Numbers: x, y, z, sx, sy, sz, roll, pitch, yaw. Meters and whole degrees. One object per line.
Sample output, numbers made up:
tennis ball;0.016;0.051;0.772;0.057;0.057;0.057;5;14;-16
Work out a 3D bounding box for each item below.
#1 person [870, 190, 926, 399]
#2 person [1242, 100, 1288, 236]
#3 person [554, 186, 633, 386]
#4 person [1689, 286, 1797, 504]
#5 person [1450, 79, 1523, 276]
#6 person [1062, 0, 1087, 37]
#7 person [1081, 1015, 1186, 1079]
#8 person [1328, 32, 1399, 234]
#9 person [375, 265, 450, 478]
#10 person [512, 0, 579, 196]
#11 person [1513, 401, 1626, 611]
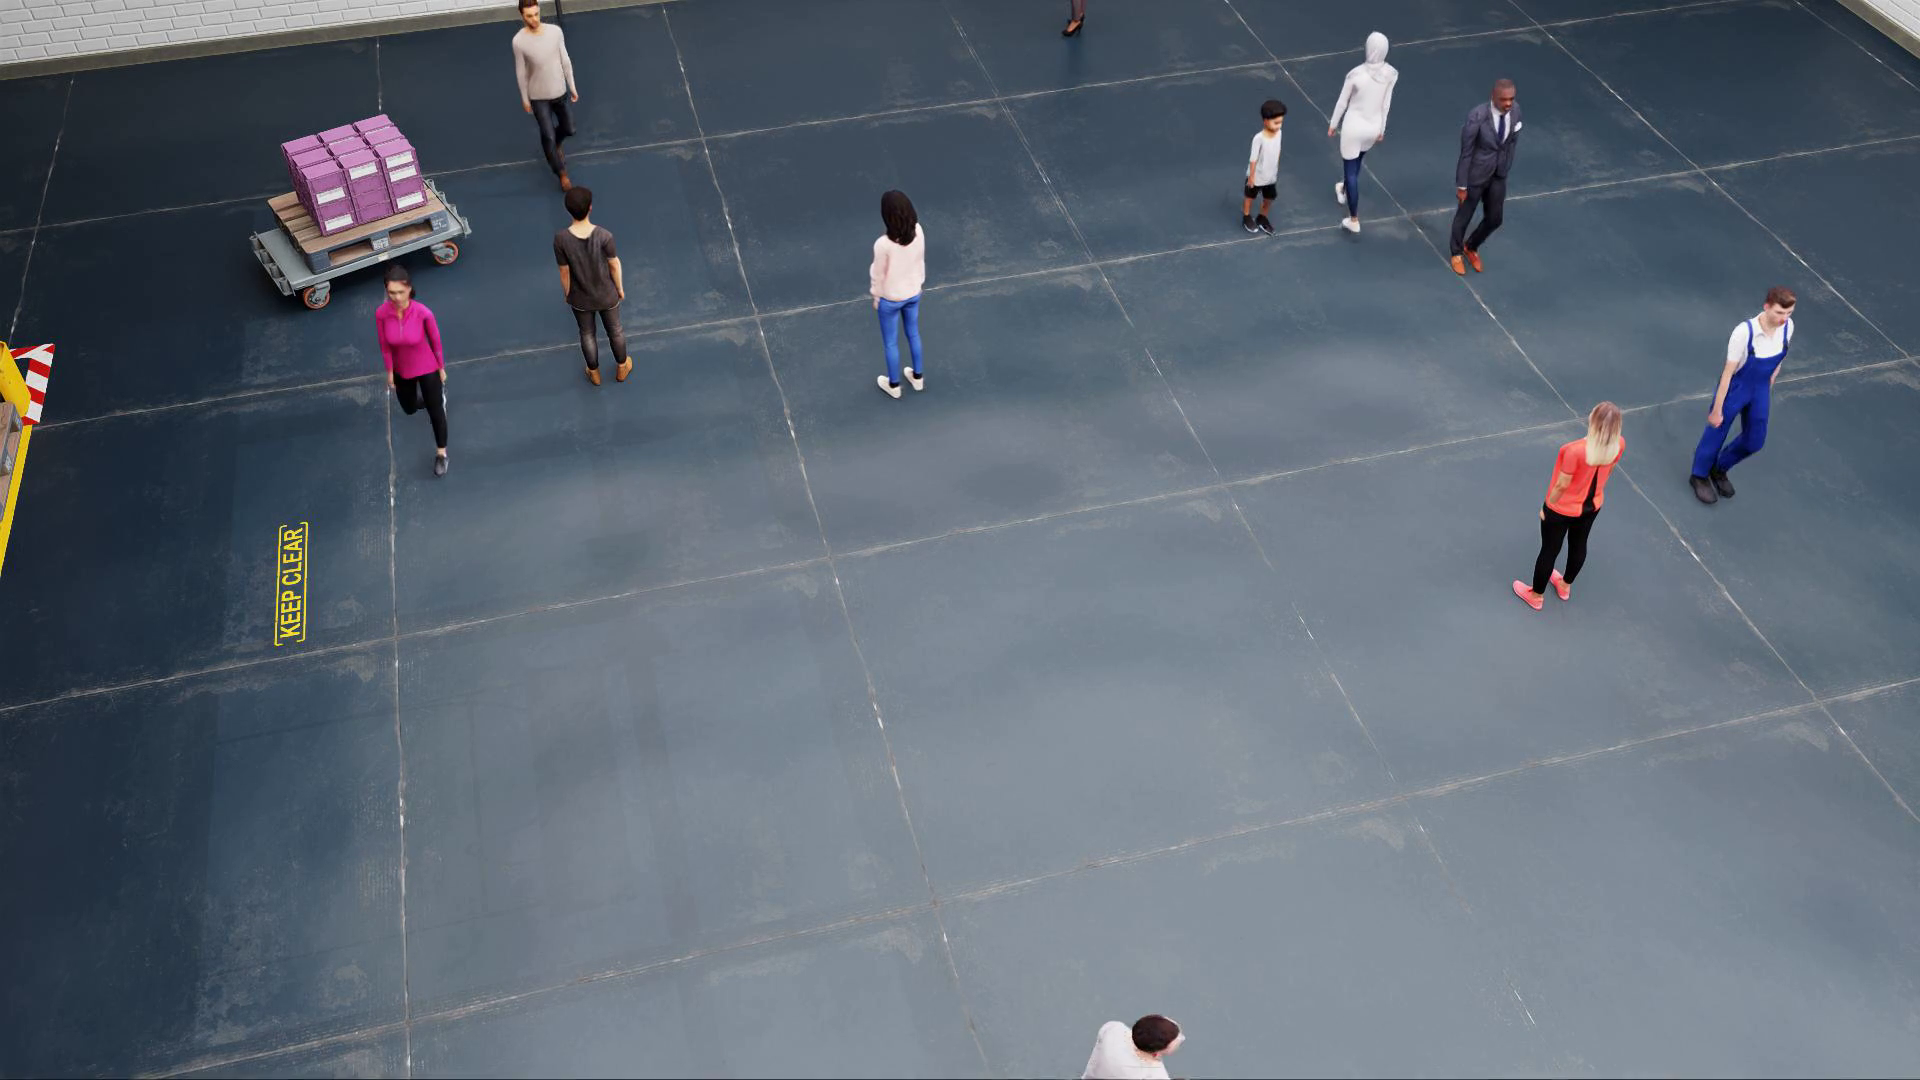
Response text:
person;-0.458;-1.853;12.621;0.705;1.766;0.680;-28;50;-26
person;2.598;-3.277;14.491;0.584;1.247;0.628;-22;48;-22
person;-2.812;-1.931;12.738;0.630;1.717;0.568;-7;44;-7
person;5.481;-1.094;11.771;0.662;1.838;0.605;-9;44;-9
person;4.310;-3.075;13.875;0.725;1.806;0.608;-12;45;-13
person;1.190;-6.004;17.048;0.747;1.670;0.657;14;45;14
person;0.704;2.778;7.746;0.993;1.785;1.223;-22;48;-22
person;3.470;-3.485;14.350;0.711;1.742;1.073;-7;44;-7
person;-3.932;-1.283;12.078;0.732;1.690;0.961;-1;44;-1
person;-3.700;-4.009;14.819;0.830;1.855;0.977;-25;49;-24
person;4.057;-0.228;10.967;0.603;1.694;0.546;-14;45;-14
